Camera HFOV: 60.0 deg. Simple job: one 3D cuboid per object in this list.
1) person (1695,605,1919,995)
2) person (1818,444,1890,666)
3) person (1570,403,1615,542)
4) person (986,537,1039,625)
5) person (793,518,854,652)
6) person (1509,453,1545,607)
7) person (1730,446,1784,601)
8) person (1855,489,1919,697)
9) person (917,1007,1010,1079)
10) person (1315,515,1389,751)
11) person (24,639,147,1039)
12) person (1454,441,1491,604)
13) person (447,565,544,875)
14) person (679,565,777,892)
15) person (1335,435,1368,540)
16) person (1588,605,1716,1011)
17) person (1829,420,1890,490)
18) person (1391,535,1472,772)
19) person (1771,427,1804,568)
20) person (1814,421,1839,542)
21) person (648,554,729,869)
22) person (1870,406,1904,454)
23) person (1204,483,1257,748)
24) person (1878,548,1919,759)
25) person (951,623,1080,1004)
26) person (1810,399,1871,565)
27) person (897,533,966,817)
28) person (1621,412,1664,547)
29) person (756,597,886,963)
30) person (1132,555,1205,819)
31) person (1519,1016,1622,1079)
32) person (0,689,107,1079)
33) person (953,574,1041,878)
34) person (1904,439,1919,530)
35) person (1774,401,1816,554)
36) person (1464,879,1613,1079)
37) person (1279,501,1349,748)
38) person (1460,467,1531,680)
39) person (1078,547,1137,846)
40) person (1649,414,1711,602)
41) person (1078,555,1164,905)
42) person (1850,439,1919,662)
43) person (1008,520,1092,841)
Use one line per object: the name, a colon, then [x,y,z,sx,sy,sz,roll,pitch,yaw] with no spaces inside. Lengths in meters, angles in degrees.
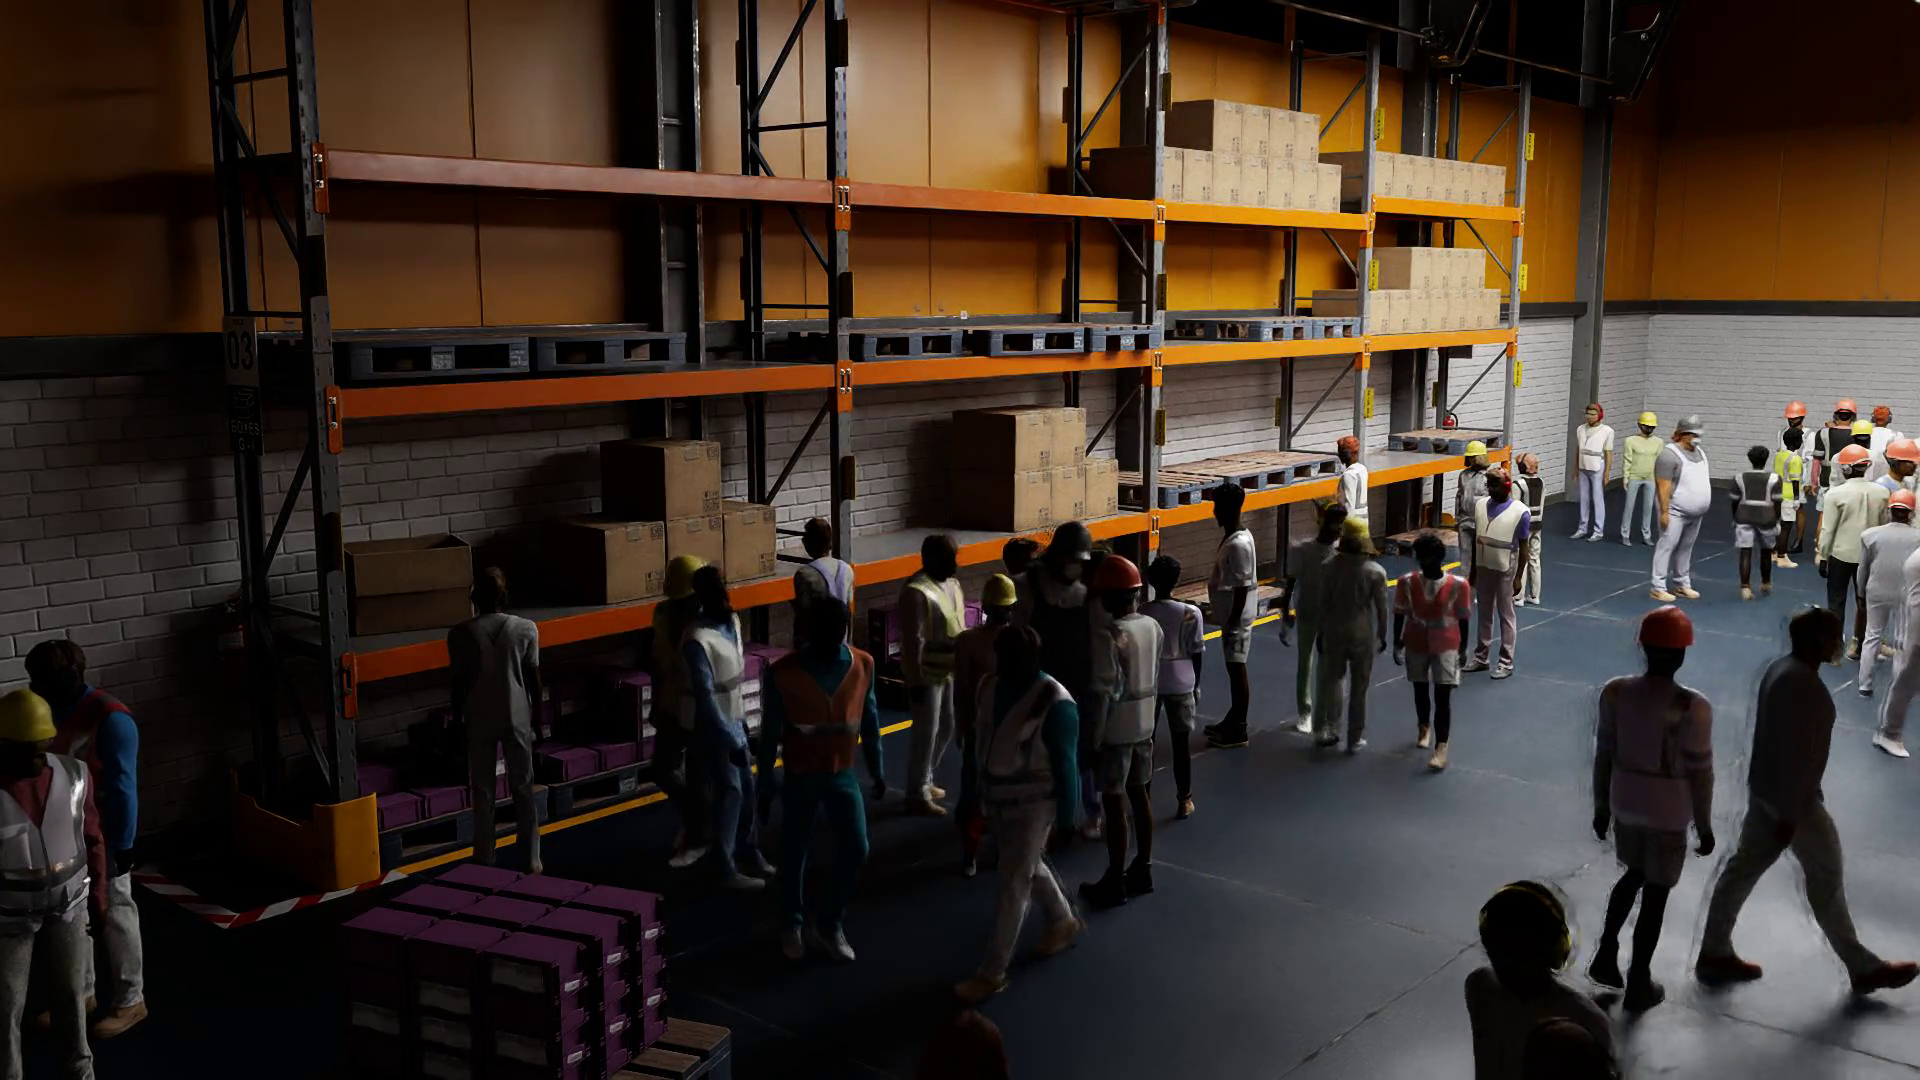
person: [4.097,1.245,8.009,1.001,1.886,0.649,2,9,12]
person: [7.962,0.138,14.876,0.618,1.986,0.407,-1,9,-3]
person: [8.388,-0.896,22.017,0.391,1.836,0.564,-5,10,-27]
person: [0.334,0.891,10.467,0.375,1.840,0.575,3,9,19]
person: [-0.938,0.762,11.339,0.339,1.833,0.522,8,12,42]
person: [5.981,-0.106,17.589,0.508,1.629,0.318,-6,11,-34]
person: [8.644,-0.194,18.054,0.542,1.643,0.878,6,10,32]
person: [7.652,0.450,13.629,0.567,1.743,0.350,8,12,41]
person: [-0.040,1.983,4.167,0.507,1.610,0.668,2,9,14]
person: [2.869,0.679,12.156,0.495,1.727,0.360,5,10,30]
person: [-4.015,1.346,7.572,0.637,1.836,0.430,3,9,20]
person: [5.491,-0.191,17.764,0.324,1.743,0.491,-7,11,-39]
person: [-2.619,1.052,9.421,0.506,1.847,0.344,-3,9,-18]
person: [-1.334,1.055,9.338,0.448,1.886,0.635,1,9,9]
person: [3.942,-0.121,16.850,0.355,1.887,0.574,4,10,26]
person: [3.258,1.259,7.809,0.404,1.925,0.543,-6,11,-34]
person: [9.865,-0.358,18.289,0.590,1.918,0.397,5,10,30]
person: [3.371,0.768,11.917,0.538,1.639,0.870,5,10,27]
person: [9.934,-0.510,19.998,0.320,1.691,0.535,0,9,1]
person: [11.386,-0.745,21.703,0.316,1.629,0.509,1,9,7]
person: [-1.604,0.994,9.659,0.675,1.883,0.460,6,11,33]
person: [11.560,-0.754,20.978,0.362,1.879,0.580,-8,12,-41]
person: [2.007,0.551,12.283,0.373,1.960,0.601,1,9,7]
person: [6.932,0.701,11.679,0.651,1.850,1.014,-2,9,-10]
person: [0.316,1.275,8.144,0.944,1.808,0.622,-7,12,-40]
person: [10.602,-0.685,20.050,0.611,2.030,0.410,5,10,29]
person: [-0.174,0.859,10.764,0.484,1.833,0.652,5,10,30]
person: [8.843,-0.782,21.542,0.528,1.761,0.340,0,9,0]
person: [-0.695,1.198,8.366,0.718,1.877,0.608,-4,10,-27]
person: [1.292,0.941,10.606,0.530,1.697,0.322,1,9,8]
person: [1.417,1.970,3.720,0.586,1.773,0.948,5,10,28]
person: [-3.730,1.488,6.685,0.403,1.824,0.593,7,11,39]
person: [0.218,1.064,9.594,0.523,1.769,0.317,-2,9,-10]
person: [11.429,-0.535,19.552,0.678,1.885,0.397,-1,9,-7]
person: [10.530,-0.791,21.052,0.386,1.929,0.543,-4,10,-25]
person: [1.665,1.802,4.680,0.933,1.827,0.527,-6,11,-35]
person: [2.643,0.617,12.323,0.564,1.805,0.960,1,9,4]
person: [4.668,0.280,14.425,0.390,1.838,0.563,-6,10,-32]
person: [0.831,0.949,10.084,0.541,1.840,0.616,1,9,5]
person: [7.782,-0.355,17.869,0.690,2.000,0.537,-5,10,-28]
person: [0.879,1.044,9.210,0.388,1.930,0.544,8,12,41]
person: [8.408,0.093,15.026,0.610,2.032,0.435,-7,11,-37]
person: [0.585,0.839,10.165,0.705,2.000,0.607,-2,9,-15]
